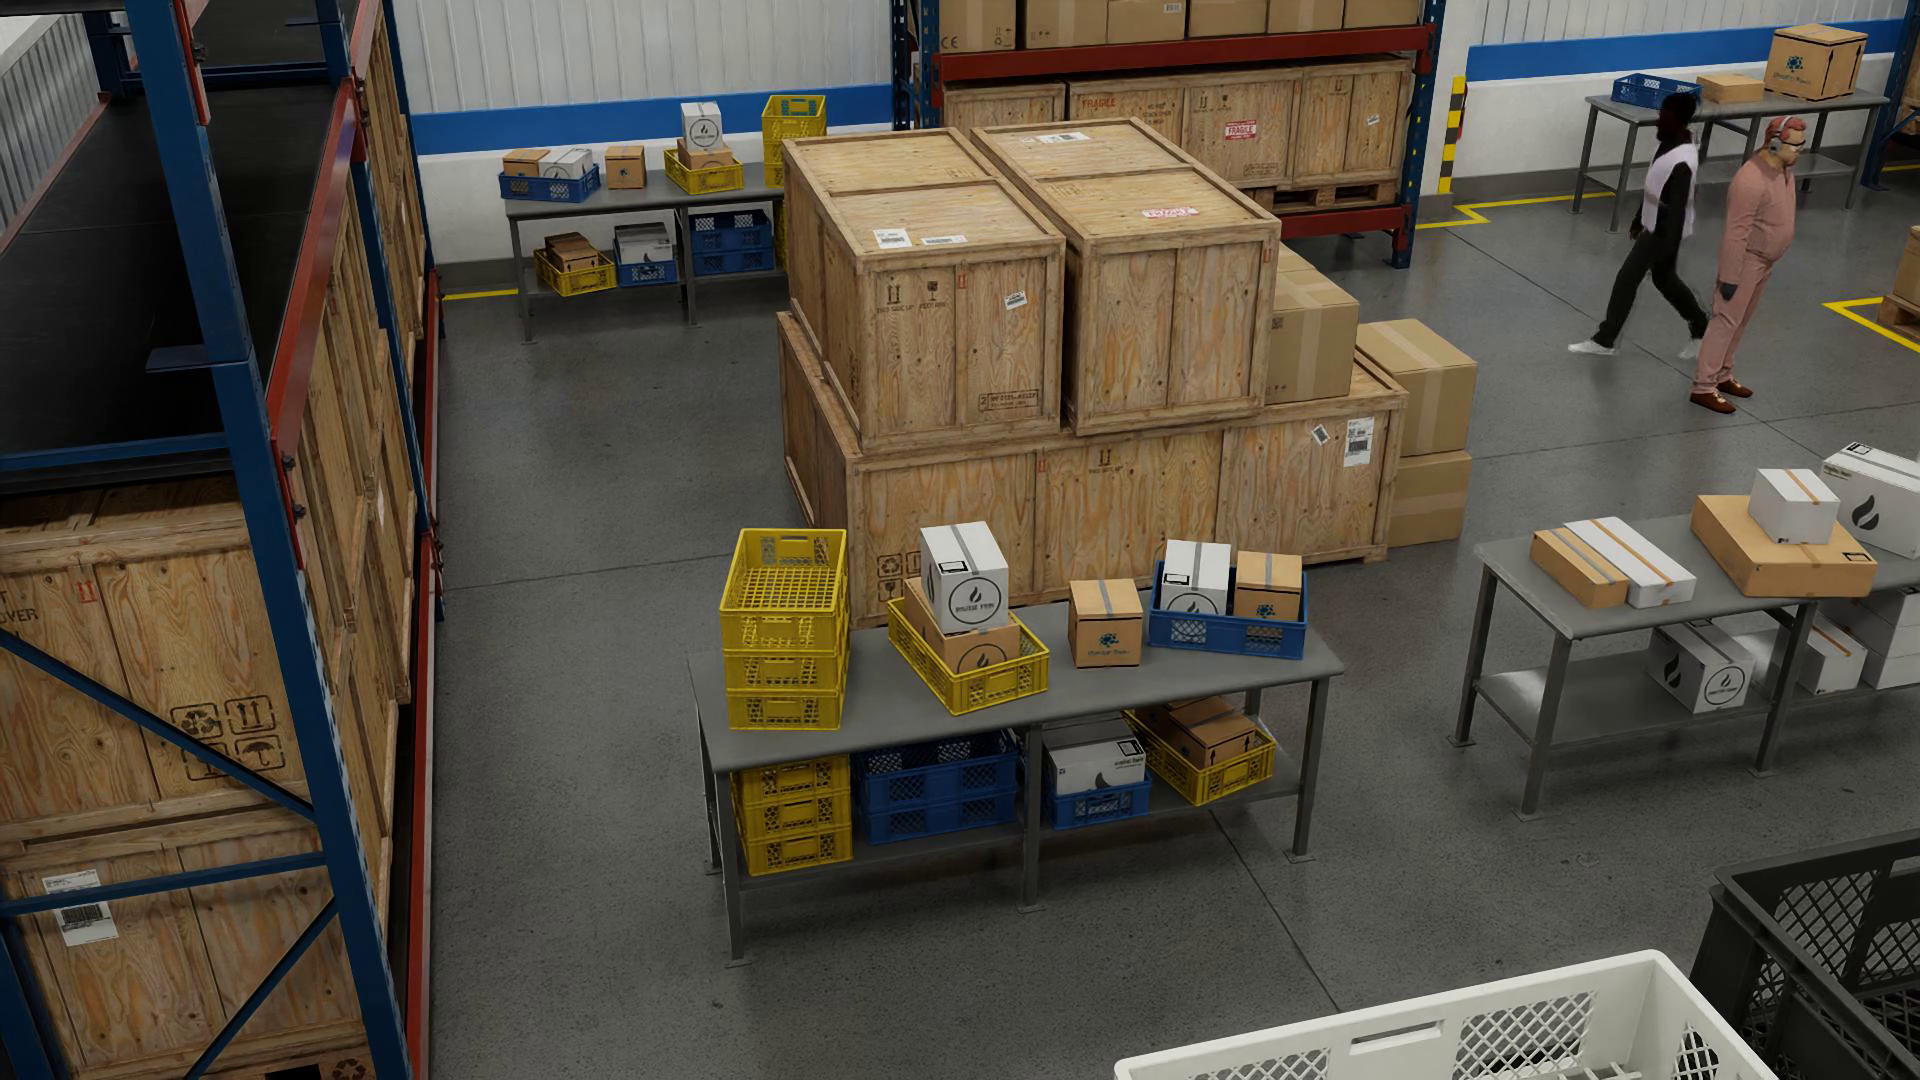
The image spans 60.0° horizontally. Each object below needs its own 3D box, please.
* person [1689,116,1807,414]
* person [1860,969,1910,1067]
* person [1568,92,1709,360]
[{"bbox_3d":[5.051,-1.759,10.610,0.401,1.899,0.635,24,37,37],"label":"person"},{"bbox_3d":[2.057,1.809,4.189,0.429,1.841,0.634,-20,35,-32],"label":"person"},{"bbox_3d":[4.804,-2.103,11.258,0.925,1.888,0.601,9,30,16],"label":"person"}]
